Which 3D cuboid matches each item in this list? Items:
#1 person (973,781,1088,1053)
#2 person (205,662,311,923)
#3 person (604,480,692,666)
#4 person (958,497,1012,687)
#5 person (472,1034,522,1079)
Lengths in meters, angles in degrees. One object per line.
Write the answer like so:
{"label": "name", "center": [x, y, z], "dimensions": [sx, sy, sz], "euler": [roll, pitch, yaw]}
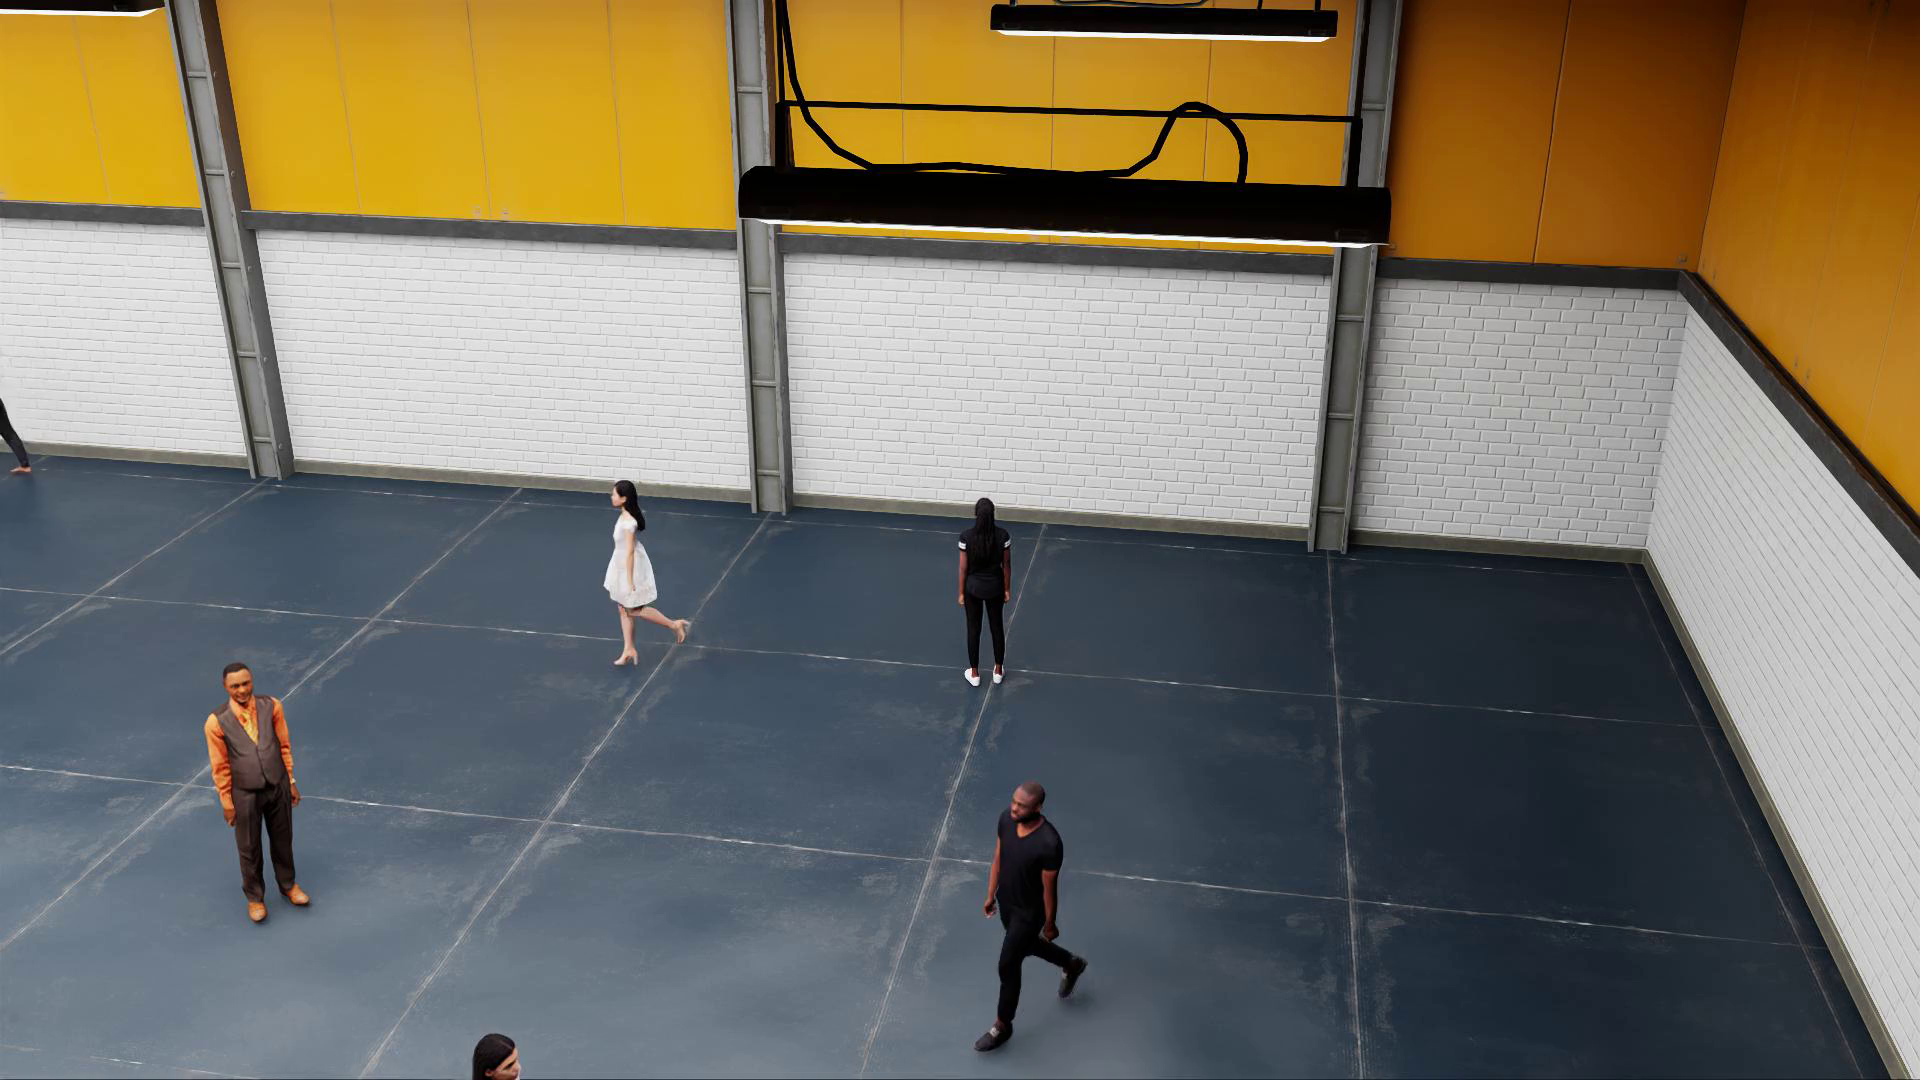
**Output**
{"label": "person", "center": [0.460, 2.237, 10.219], "dimensions": [1.233, 1.786, 1.154], "euler": [-15, 28, -30]}
{"label": "person", "center": [-4.792, 1.682, 11.336], "dimensions": [0.785, 1.908, 0.828], "euler": [-18, 29, -35]}
{"label": "person", "center": [-2.812, 0.309, 14.666], "dimensions": [1.044, 1.757, 0.807], "euler": [-3, 24, -8]}
{"label": "person", "center": [0.207, 0.437, 14.408], "dimensions": [0.597, 1.729, 0.740], "euler": [-4, 24, -8]}
{"label": "person", "center": [-2.302, 3.154, 8.144], "dimensions": [1.039, 1.768, 0.621], "euler": [4, 24, 8]}
